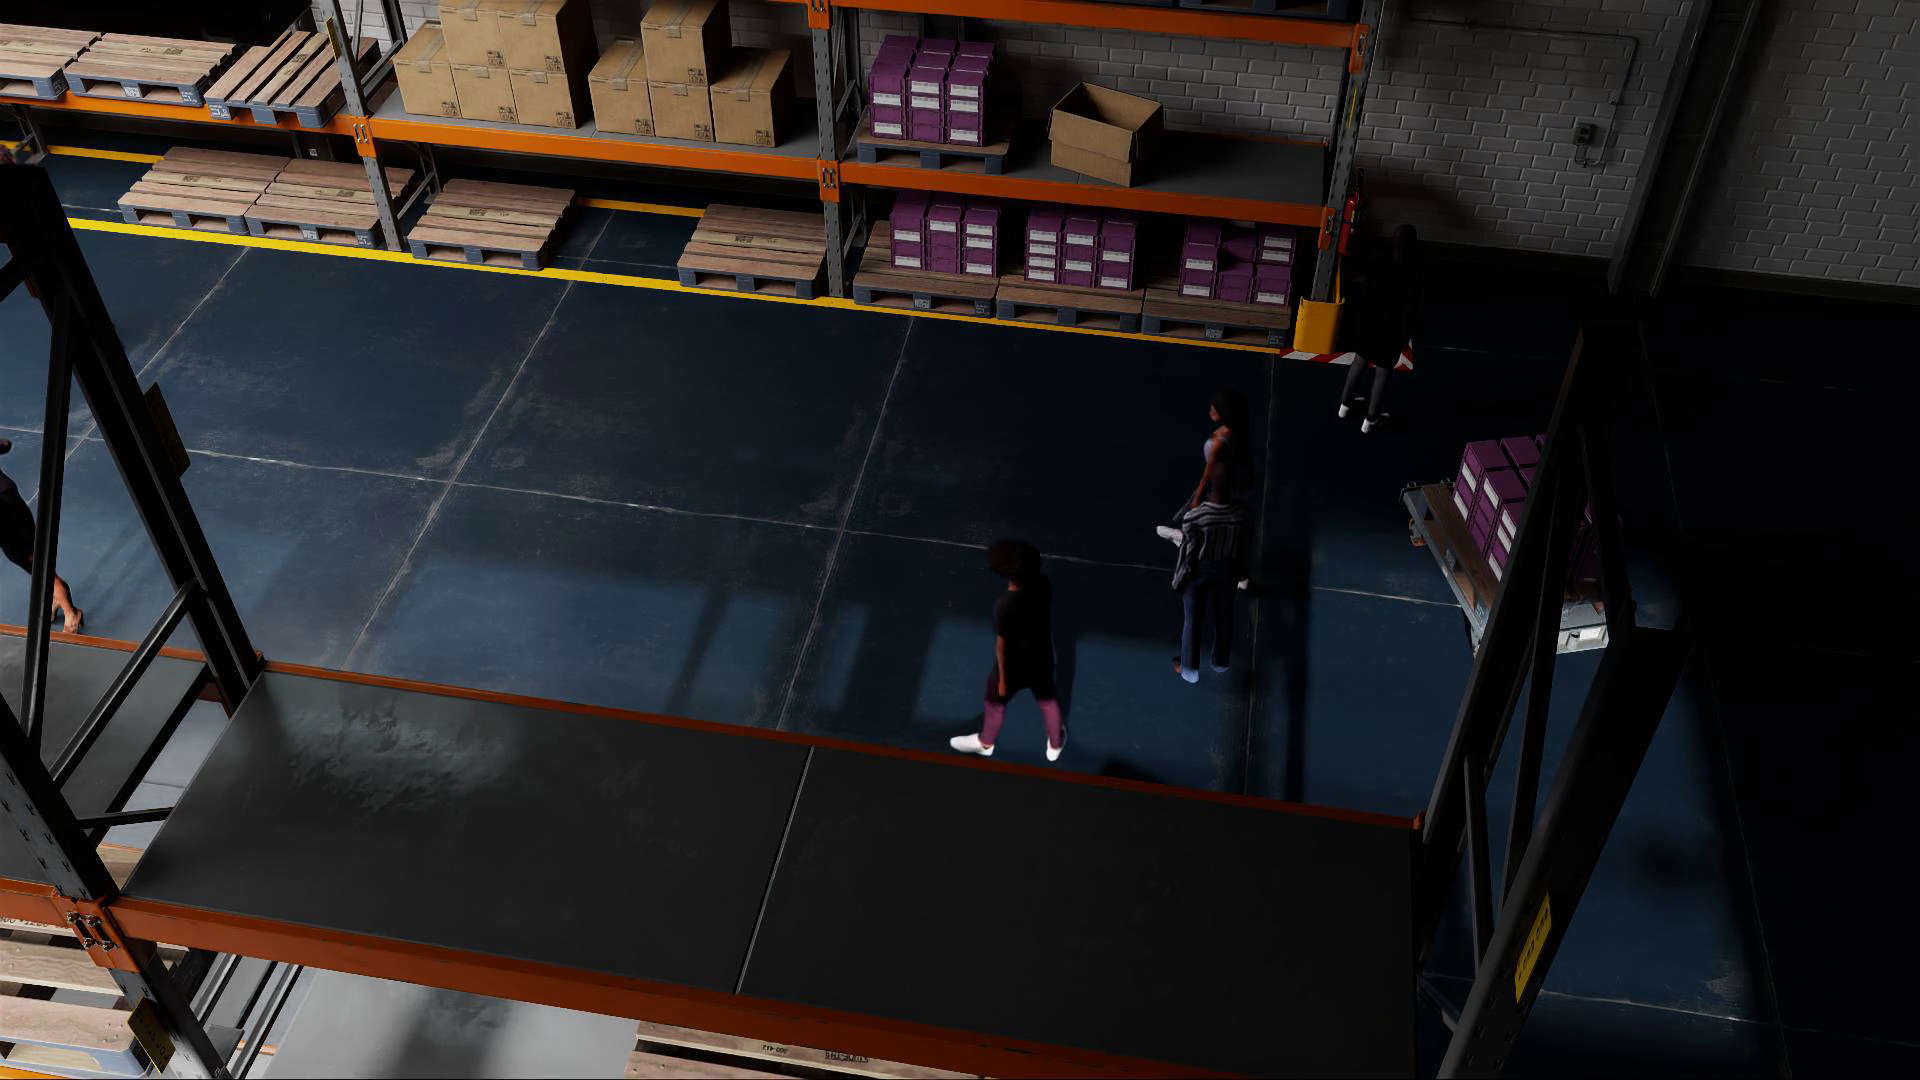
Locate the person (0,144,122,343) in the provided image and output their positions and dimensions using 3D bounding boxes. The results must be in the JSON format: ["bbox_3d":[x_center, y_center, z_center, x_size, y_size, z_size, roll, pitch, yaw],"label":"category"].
[{"bbox_3d":[-7.131,-2.256,13.025,0.816,1.856,0.668,-31,52,-29],"label":"person"}]

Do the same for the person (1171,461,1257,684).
[{"bbox_3d":[1.581,0.224,10.467,0.629,1.795,0.772,-10,45,-10],"label":"person"}]

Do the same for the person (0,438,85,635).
[{"bbox_3d":[-6.121,-0.001,10.814,0.695,1.640,0.763,31,52,29],"label":"person"}]

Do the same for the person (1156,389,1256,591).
[{"bbox_3d":[1.841,-0.296,11.114,1.128,1.654,0.908,28,50,26],"label":"person"}]

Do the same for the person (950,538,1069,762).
[{"bbox_3d":[0.423,0.711,9.982,0.992,1.757,1.030,-30,51,-28],"label":"person"}]

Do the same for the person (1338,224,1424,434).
[{"bbox_3d":[3.134,-1.588,12.393,0.781,1.761,0.690,-34,53,-30],"label":"person"}]
